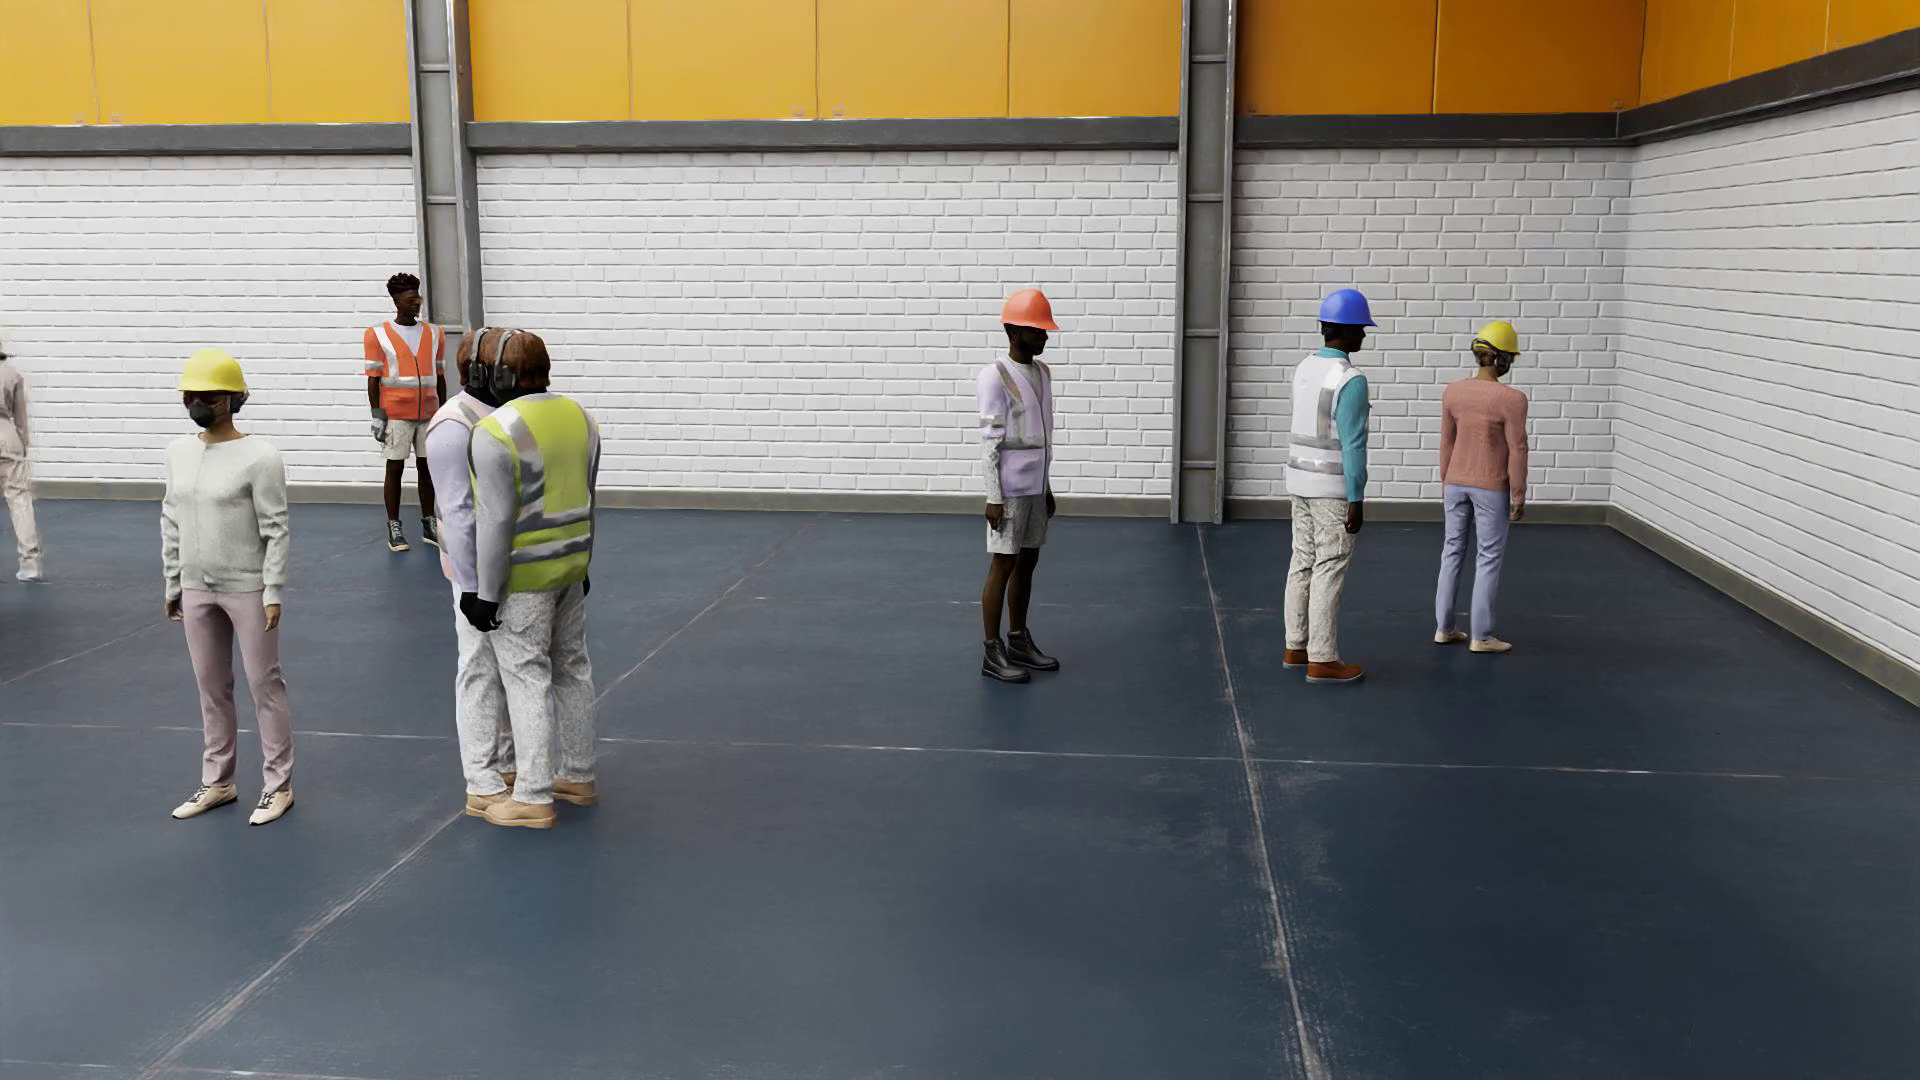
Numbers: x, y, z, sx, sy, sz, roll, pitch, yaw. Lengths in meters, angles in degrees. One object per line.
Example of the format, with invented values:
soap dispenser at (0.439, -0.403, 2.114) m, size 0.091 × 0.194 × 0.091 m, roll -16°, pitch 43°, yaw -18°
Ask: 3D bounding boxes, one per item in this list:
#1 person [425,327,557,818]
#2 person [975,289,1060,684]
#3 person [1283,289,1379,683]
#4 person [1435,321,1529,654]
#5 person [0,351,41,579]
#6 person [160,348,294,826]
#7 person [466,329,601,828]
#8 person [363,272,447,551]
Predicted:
person at (-1.736, 0.122, 6.291) m, size 0.429 × 1.842 × 0.627 m, roll 1°, pitch 10°, yaw 7°
person at (0.318, -0.268, 8.245) m, size 0.370 × 1.933 × 0.553 m, roll 7°, pitch 12°, yaw 34°
person at (1.836, -0.263, 8.229) m, size 0.416 × 1.939 × 0.601 m, roll -3°, pitch 10°, yaw -18°
person at (2.772, -0.274, 8.807) m, size 0.336 × 1.757 × 0.532 m, roll -7°, pitch 12°, yaw -37°
person at (-6.286, -0.593, 10.794) m, size 0.922 × 1.689 × 0.506 m, roll 7°, pitch 12°, yaw 37°
person at (-2.726, 0.177, 6.176) m, size 0.524 × 1.772 × 0.300 m, roll 3°, pitch 10°, yaw 14°
person at (-1.593, 0.141, 6.181) m, size 0.429 × 1.839 × 0.634 m, roll 4°, pitch 11°, yaw 24°
person at (-3.916, -0.913, 11.852) m, size 0.607 × 1.966 × 0.367 m, roll -9°, pitch 13°, yaw -42°
